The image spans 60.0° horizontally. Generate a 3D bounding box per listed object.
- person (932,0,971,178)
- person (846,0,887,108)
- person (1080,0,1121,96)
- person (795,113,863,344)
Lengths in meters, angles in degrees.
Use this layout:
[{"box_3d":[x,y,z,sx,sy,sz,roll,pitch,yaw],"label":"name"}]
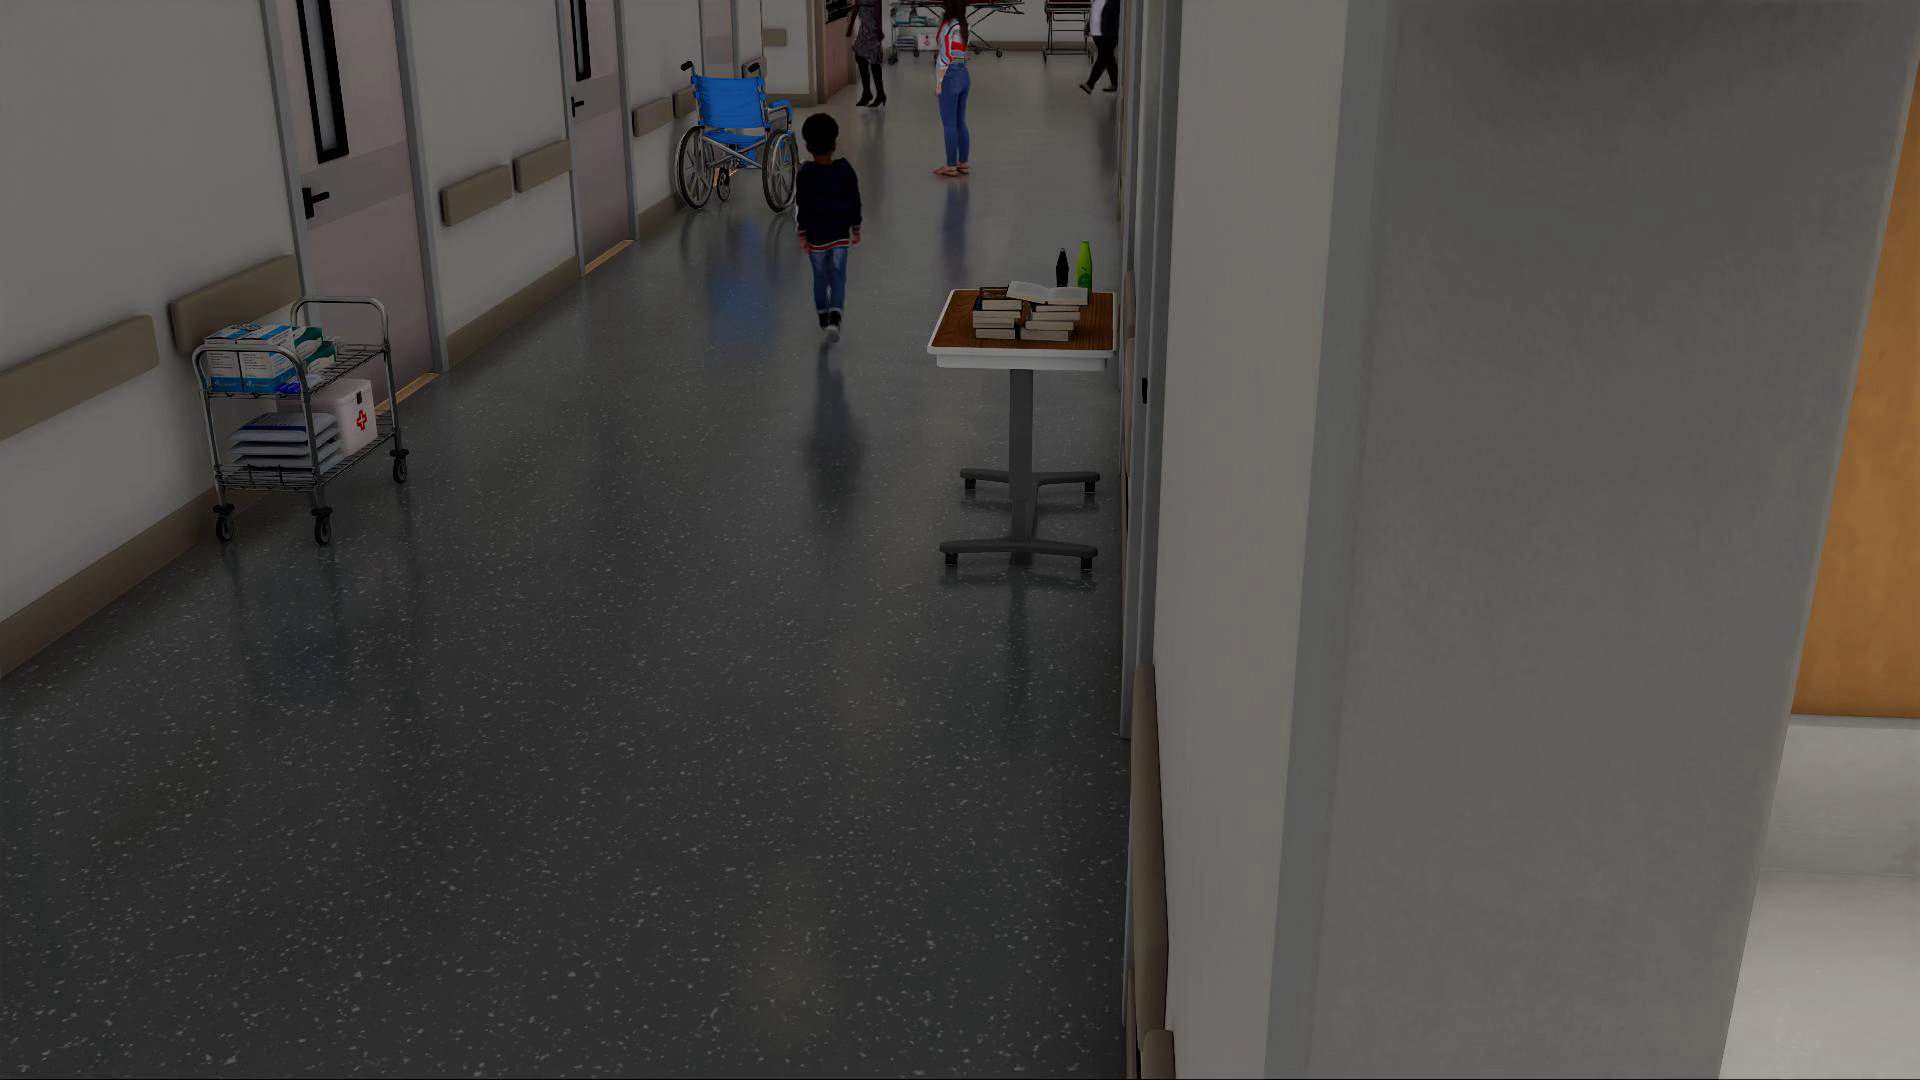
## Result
[{"box_3d":[-0.044,-4.059,14.724,0.711,1.613,0.564,10,23,25],"label":"person"},{"box_3d":[-0.989,-6.038,19.720,0.823,1.776,0.768,-10,23,-24],"label":"person"},{"box_3d":[1.909,-6.390,20.972,1.142,1.547,1.097,-14,25,-33],"label":"person"},{"box_3d":[-0.712,-1.672,8.988,0.571,1.211,0.850,-1,21,-1],"label":"person"}]
